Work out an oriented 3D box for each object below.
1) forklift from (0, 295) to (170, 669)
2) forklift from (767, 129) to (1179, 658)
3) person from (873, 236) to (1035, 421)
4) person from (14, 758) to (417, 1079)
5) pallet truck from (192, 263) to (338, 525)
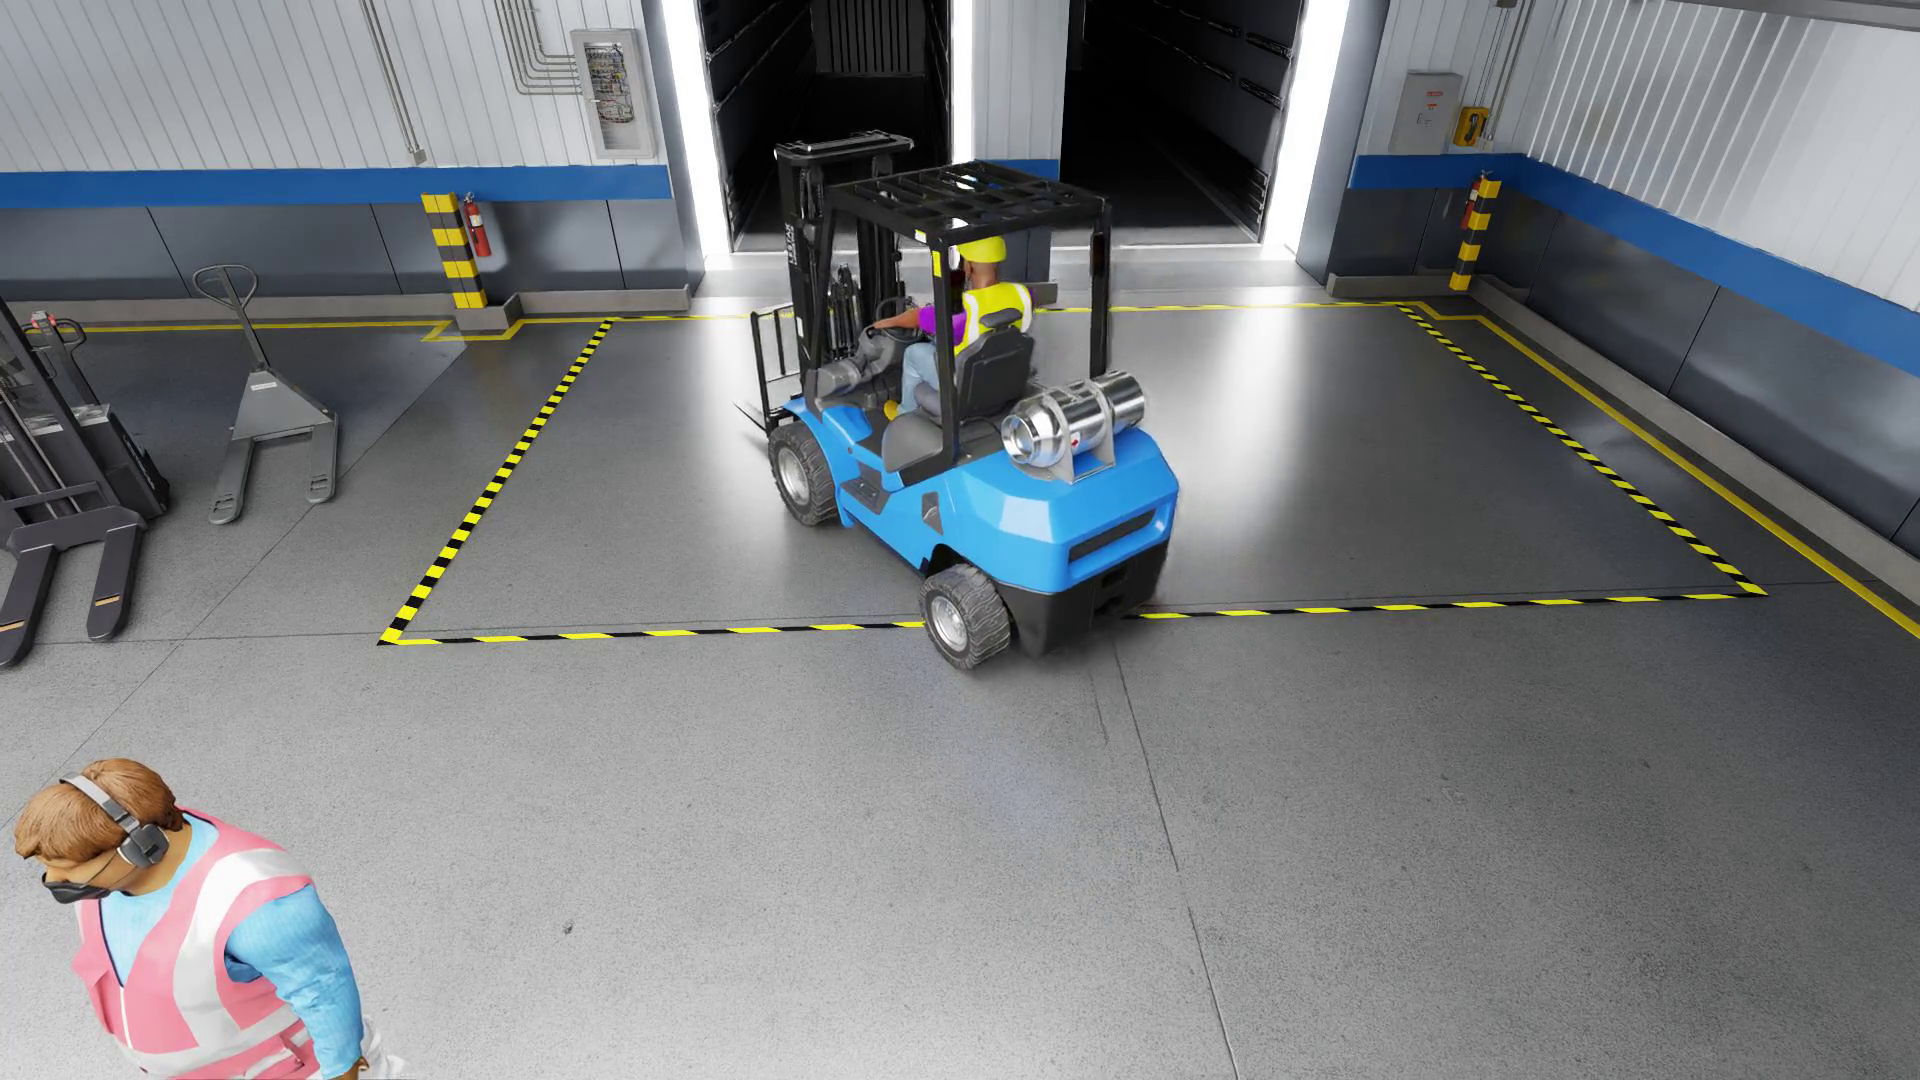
[{"bbox_3d":[-5.212,-0.618,4.878,0.823,1.965,1.885,-20,39,-26],"label":"forklift"},{"bbox_3d":[-0.044,-0.932,5.018,1.157,2.036,2.680,-23,41,-30],"label":"forklift"},{"bbox_3d":[-0.074,-1.115,4.954,0.635,1.294,1.004,-23,41,-30],"label":"person"},{"bbox_3d":[-1.776,1.239,2.346,0.623,1.844,0.429,11,36,15],"label":"person"},{"bbox_3d":[-4.778,-1.027,6.128,0.680,1.201,1.601,-17,38,-23],"label":"pallet truck"}]
